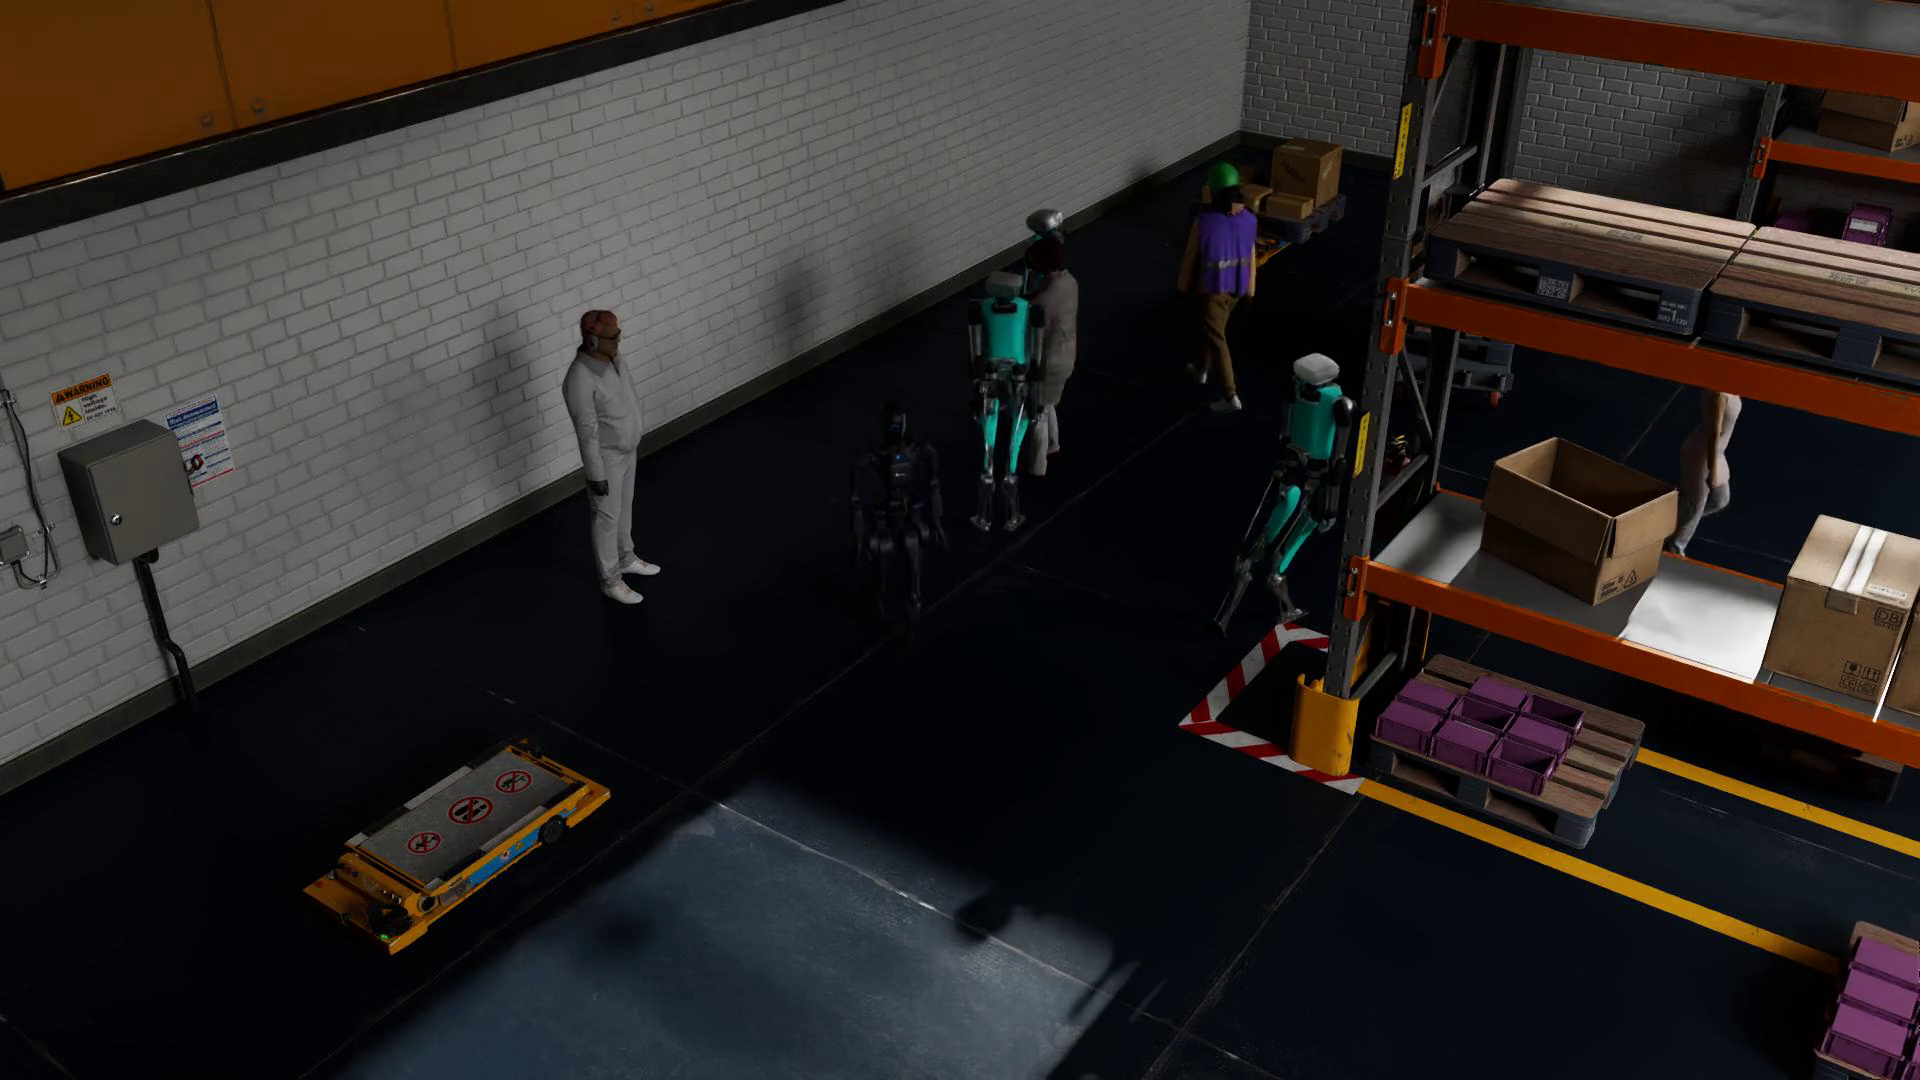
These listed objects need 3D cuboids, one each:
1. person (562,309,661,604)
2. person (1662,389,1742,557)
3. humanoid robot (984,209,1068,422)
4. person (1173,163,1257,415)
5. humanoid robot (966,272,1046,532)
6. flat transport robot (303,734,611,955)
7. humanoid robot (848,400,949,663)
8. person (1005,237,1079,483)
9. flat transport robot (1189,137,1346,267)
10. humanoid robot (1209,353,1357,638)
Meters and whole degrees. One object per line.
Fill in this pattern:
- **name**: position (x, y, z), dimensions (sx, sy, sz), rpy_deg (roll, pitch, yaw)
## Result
- **person**: position (-2.152, -0.531, 10.324), dimensions (0.414, 1.907, 0.641), rpy_deg (5, 30, 8)
- **person**: position (4.729, -0.495, 10.517), dimensions (0.374, 1.643, 0.440), rpy_deg (18, 35, 28)
- **humanoid robot**: position (0.375, -1.600, 12.467), dimensions (0.824, 1.875, 0.537), rpy_deg (14, 33, 23)
- **person**: position (2.010, -1.945, 12.814), dimensions (0.544, 1.872, 1.011), rpy_deg (-11, 32, -18)
- **humanoid robot**: position (0.263, -0.839, 11.006), dimensions (0.559, 1.746, 0.777), rpy_deg (6, 31, 10)
- **flat transport robot**: position (-2.526, 1.502, 8.434), dimensions (0.659, 0.231, 1.431), rpy_deg (19, 35, 30)
- **humanoid robot**: position (-0.391, -0.113, 9.853), dimensions (0.608, 1.635, 0.647), rpy_deg (-10, 31, -17)
- **person**: position (0.591, -1.264, 11.685), dimensions (0.450, 1.817, 0.563), rpy_deg (11, 32, 19)
- **flat transport robot**: position (2.944, -3.013, 16.266), dimensions (0.659, 0.231, 1.431), rpy_deg (19, 35, 30)
- **humanoid robot**: position (1.849, -0.172, 9.926), dimensions (0.875, 1.824, 0.551), rpy_deg (-19, 35, -29)
